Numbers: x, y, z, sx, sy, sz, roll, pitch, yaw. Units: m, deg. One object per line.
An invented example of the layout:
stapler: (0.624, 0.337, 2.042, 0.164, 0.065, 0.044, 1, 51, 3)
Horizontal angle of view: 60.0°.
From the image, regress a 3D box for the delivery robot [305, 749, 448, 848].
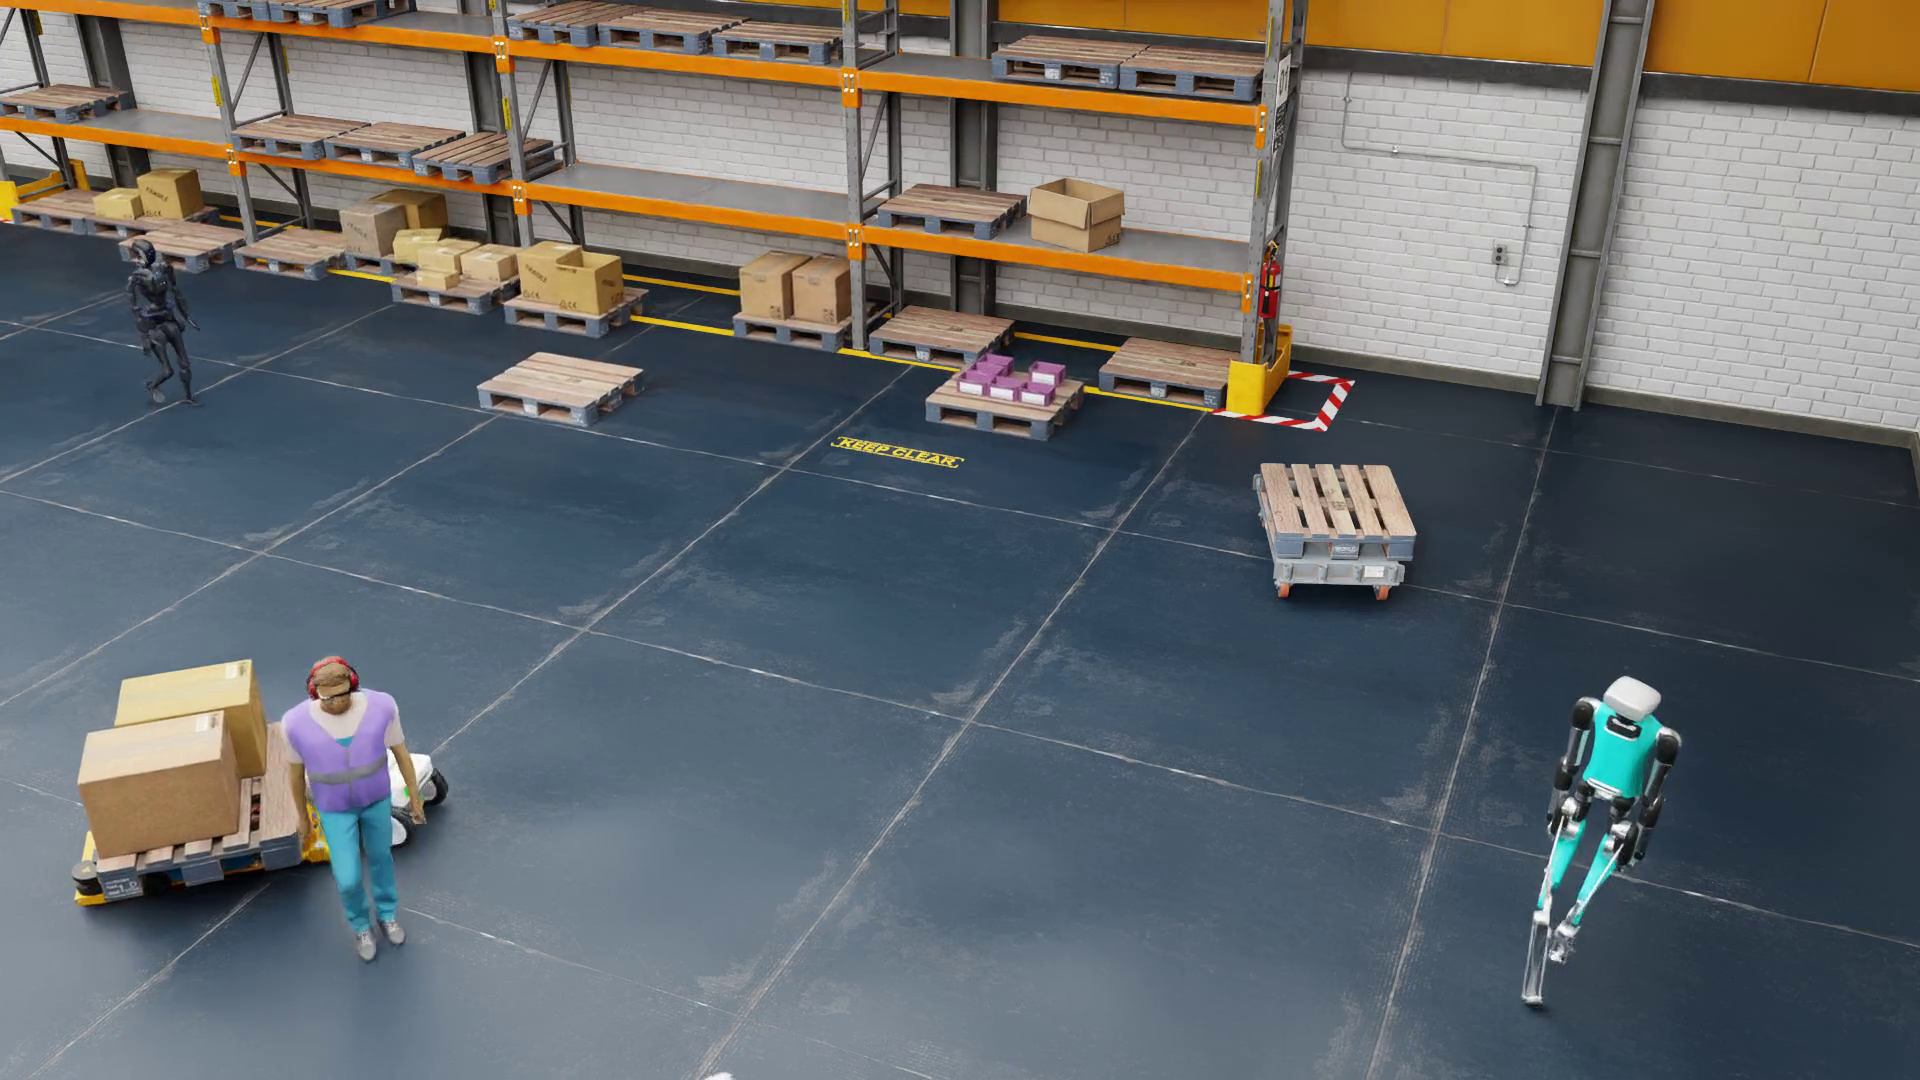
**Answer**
delivery robot: (-3.486, 1.443, 9.811, 0.772, 0.586, 0.499, 5, 28, 9)

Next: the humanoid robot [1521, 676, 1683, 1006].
humanoid robot: (3.083, 1.607, 8.304, 0.562, 1.844, 0.810, 22, 34, 35)

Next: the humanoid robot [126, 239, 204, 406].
humanoid robot: (-7.348, -1.998, 15.273, 0.452, 1.642, 0.611, 15, 31, 27)

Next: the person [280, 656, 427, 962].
person: (-3.098, 1.371, 8.581, 0.585, 1.819, 0.515, -16, 31, -28)

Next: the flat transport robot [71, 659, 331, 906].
flat transport robot: (-4.299, 1.712, 9.612, 1.431, 0.231, 0.659, -9, 29, -17)

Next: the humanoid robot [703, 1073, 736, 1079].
humanoid robot: (-1.052, 2.750, 5.992, 0.977, 1.731, 0.564, -22, 35, -36)
